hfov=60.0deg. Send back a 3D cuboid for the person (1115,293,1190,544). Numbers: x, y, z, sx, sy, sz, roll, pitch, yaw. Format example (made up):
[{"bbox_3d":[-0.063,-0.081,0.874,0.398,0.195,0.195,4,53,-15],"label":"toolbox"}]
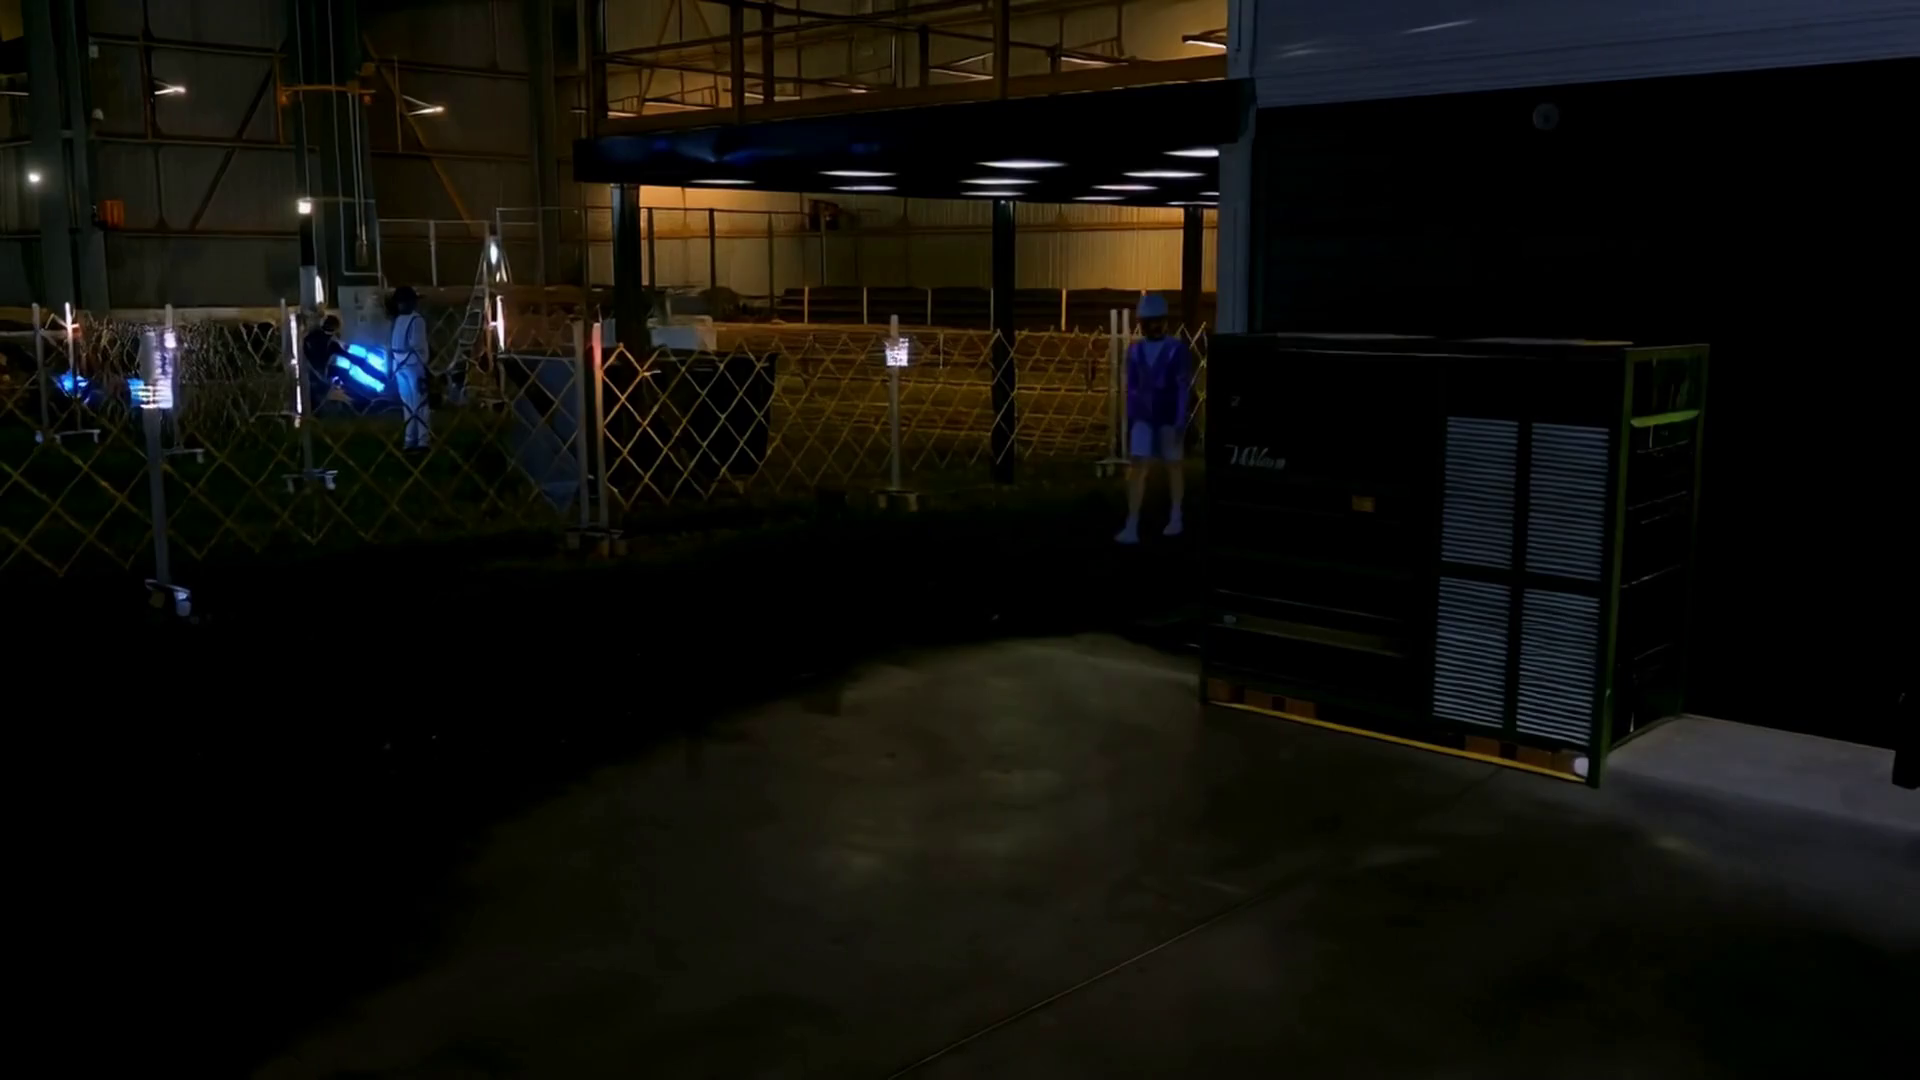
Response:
[{"bbox_3d":[1.494,-0.927,12.674,0.559,1.887,0.993,5,10,28],"label":"person"}]

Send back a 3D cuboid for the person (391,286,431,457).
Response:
[{"bbox_3d":[-6.073,-1.857,18.377,0.356,1.883,0.575,-9,13,-44],"label":"person"}]
